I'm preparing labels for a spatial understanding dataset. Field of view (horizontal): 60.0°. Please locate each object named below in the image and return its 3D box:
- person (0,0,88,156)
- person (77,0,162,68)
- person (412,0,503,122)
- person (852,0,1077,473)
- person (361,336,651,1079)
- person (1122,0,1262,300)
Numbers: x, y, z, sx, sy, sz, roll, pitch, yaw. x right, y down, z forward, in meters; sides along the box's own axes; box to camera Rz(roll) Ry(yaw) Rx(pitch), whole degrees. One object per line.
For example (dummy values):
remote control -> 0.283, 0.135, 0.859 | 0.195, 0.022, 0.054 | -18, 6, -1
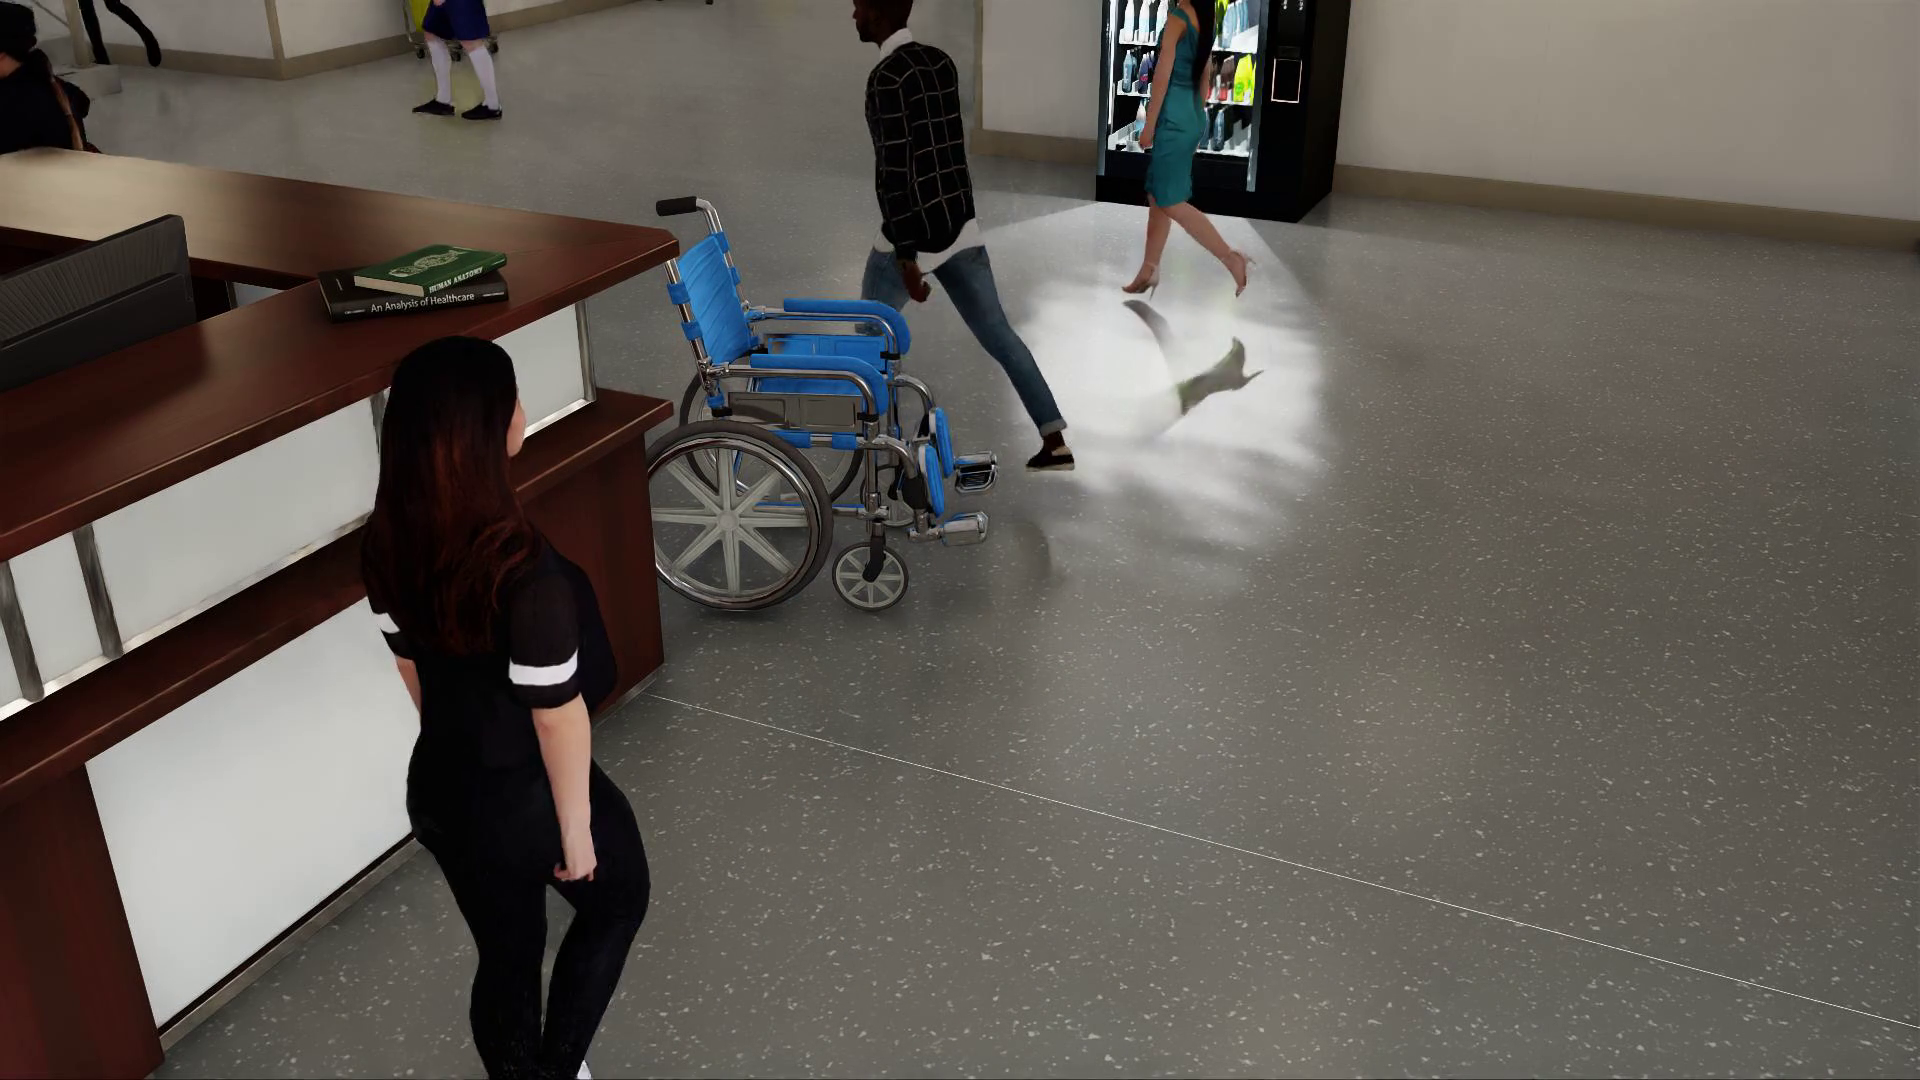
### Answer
person -> -3.130, -1.051, 5.952 | 0.989, 1.658, 0.924 | -5, 26, -9
person -> -6.715, -4.522, 13.012 | 1.048, 1.777, 0.649 | 13, 29, 25
person -> -3.411, -3.823, 11.512 | 0.987, 1.821, 0.933 | -11, 28, -21
person -> -0.013, -0.975, 5.714 | 1.405, 1.728, 0.840 | 18, 31, 32
person -> -0.820, 0.470, 2.832 | 0.524, 1.628, 0.675 | 14, 29, 26
person -> 1.062, -1.857, 7.617 | 0.955, 1.663, 0.607 | 15, 30, 28
